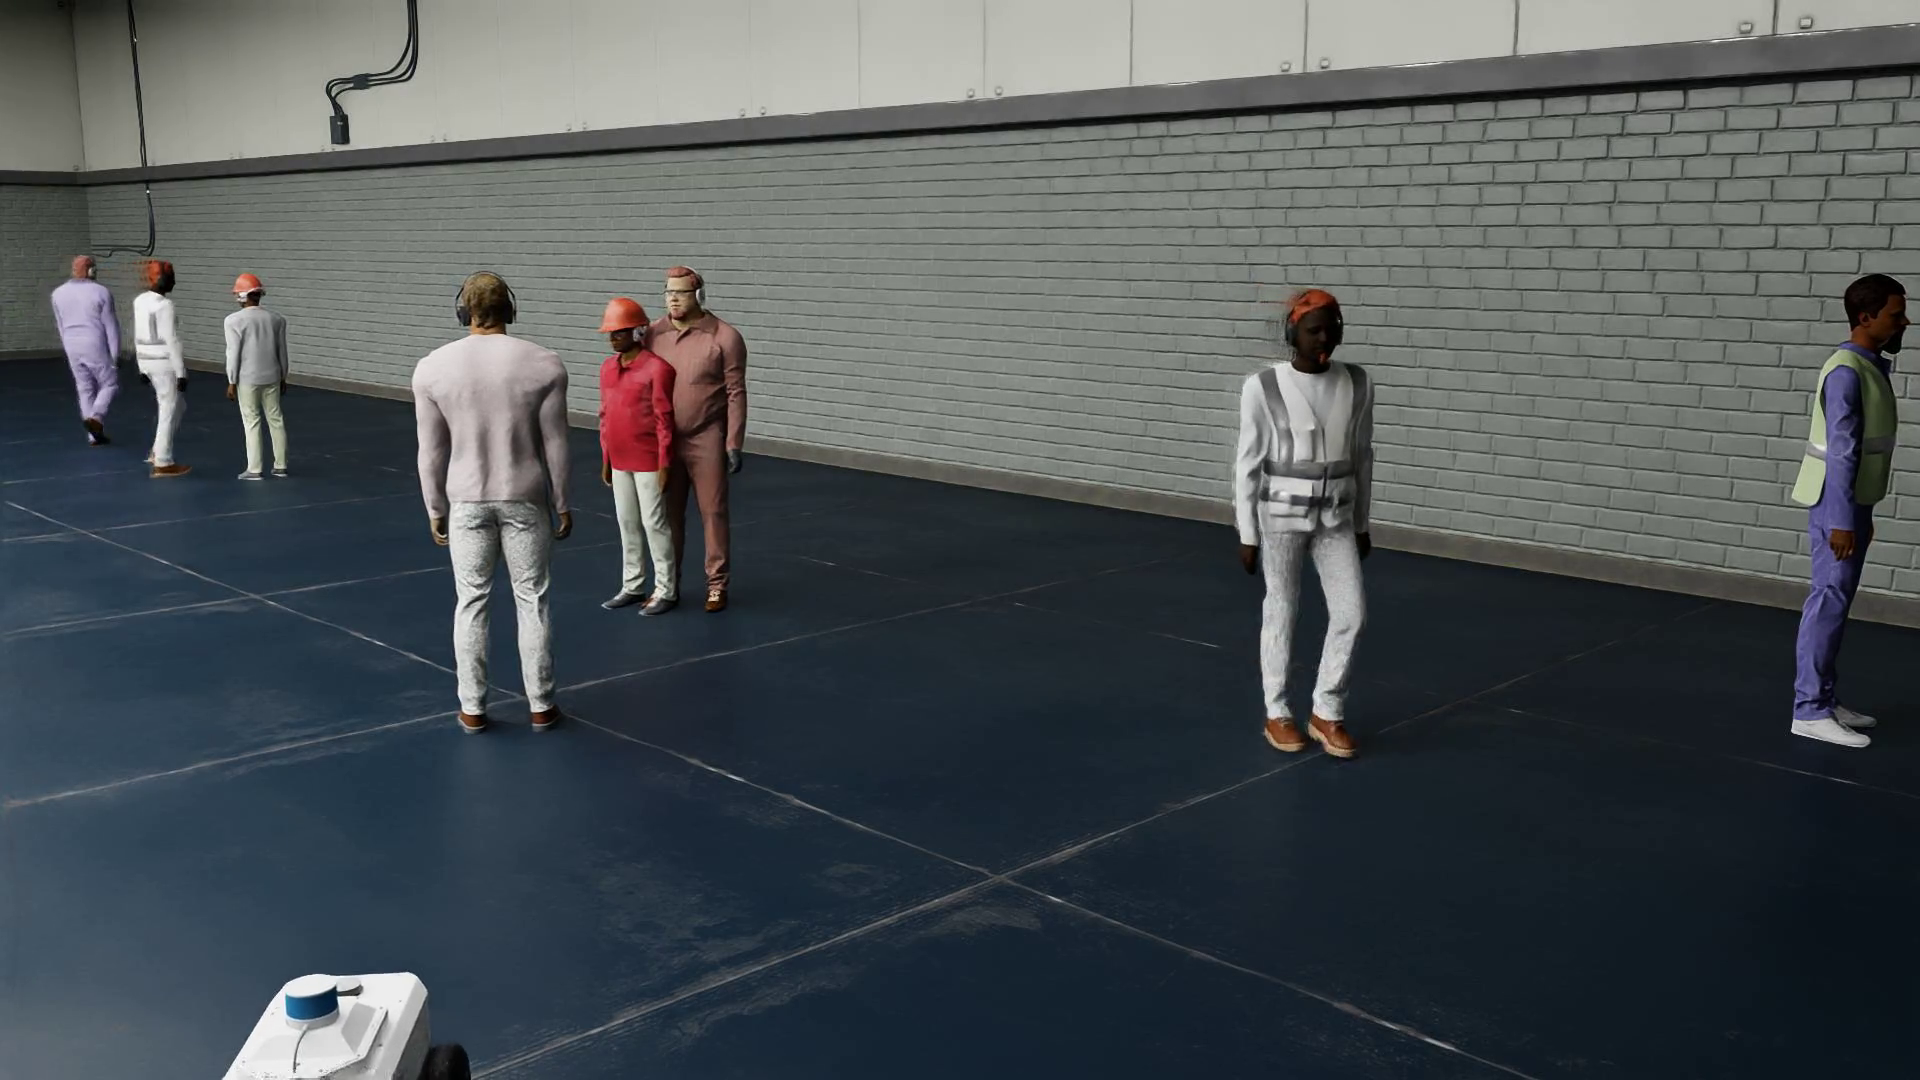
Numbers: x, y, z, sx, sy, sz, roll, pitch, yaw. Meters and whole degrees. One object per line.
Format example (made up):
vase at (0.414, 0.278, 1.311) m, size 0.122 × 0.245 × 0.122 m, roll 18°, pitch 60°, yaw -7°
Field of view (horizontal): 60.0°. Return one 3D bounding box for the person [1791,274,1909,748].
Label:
person at (3.665, -0.129, 6.883) m, size 0.392 × 1.920 × 0.588 m, roll 7°, pitch 12°, yaw 33°

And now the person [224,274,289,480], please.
person at (-6.020, -1.391, 14.217) m, size 0.338 × 1.748 × 0.575 m, roll 7°, pitch 13°, yaw 34°

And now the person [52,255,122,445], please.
person at (-8.594, -1.856, 16.403) m, size 0.648 × 1.887 × 0.517 m, roll 1°, pitch 10°, yaw 4°

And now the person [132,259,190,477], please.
person at (-6.846, -1.474, 14.338) m, size 0.584 × 1.869 × 0.439 m, roll 8°, pitch 13°, yaw 39°

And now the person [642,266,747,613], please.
person at (-1.500, -0.547, 9.192) m, size 0.643 × 1.910 × 0.400 m, roll 3°, pitch 11°, yaw 14°

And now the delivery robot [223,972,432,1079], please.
delivery robot at (-1.321, 1.140, 3.425) m, size 0.477 × 0.478 × 0.707 m, roll -1°, pitch 11°, yaw -7°

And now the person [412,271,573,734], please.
person at (-1.934, -0.148, 6.964) m, size 0.627 × 1.932 × 0.374 m, roll -1°, pitch 10°, yaw -8°

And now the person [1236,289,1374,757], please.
person at (1.394, -0.045, 6.561) m, size 0.619 × 1.863 × 0.623 m, roll -2°, pitch 11°, yaw -13°

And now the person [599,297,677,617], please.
person at (-1.790, -0.453, 9.130) m, size 0.572 × 1.743 × 0.352 m, roll 8°, pitch 13°, yaw 38°
